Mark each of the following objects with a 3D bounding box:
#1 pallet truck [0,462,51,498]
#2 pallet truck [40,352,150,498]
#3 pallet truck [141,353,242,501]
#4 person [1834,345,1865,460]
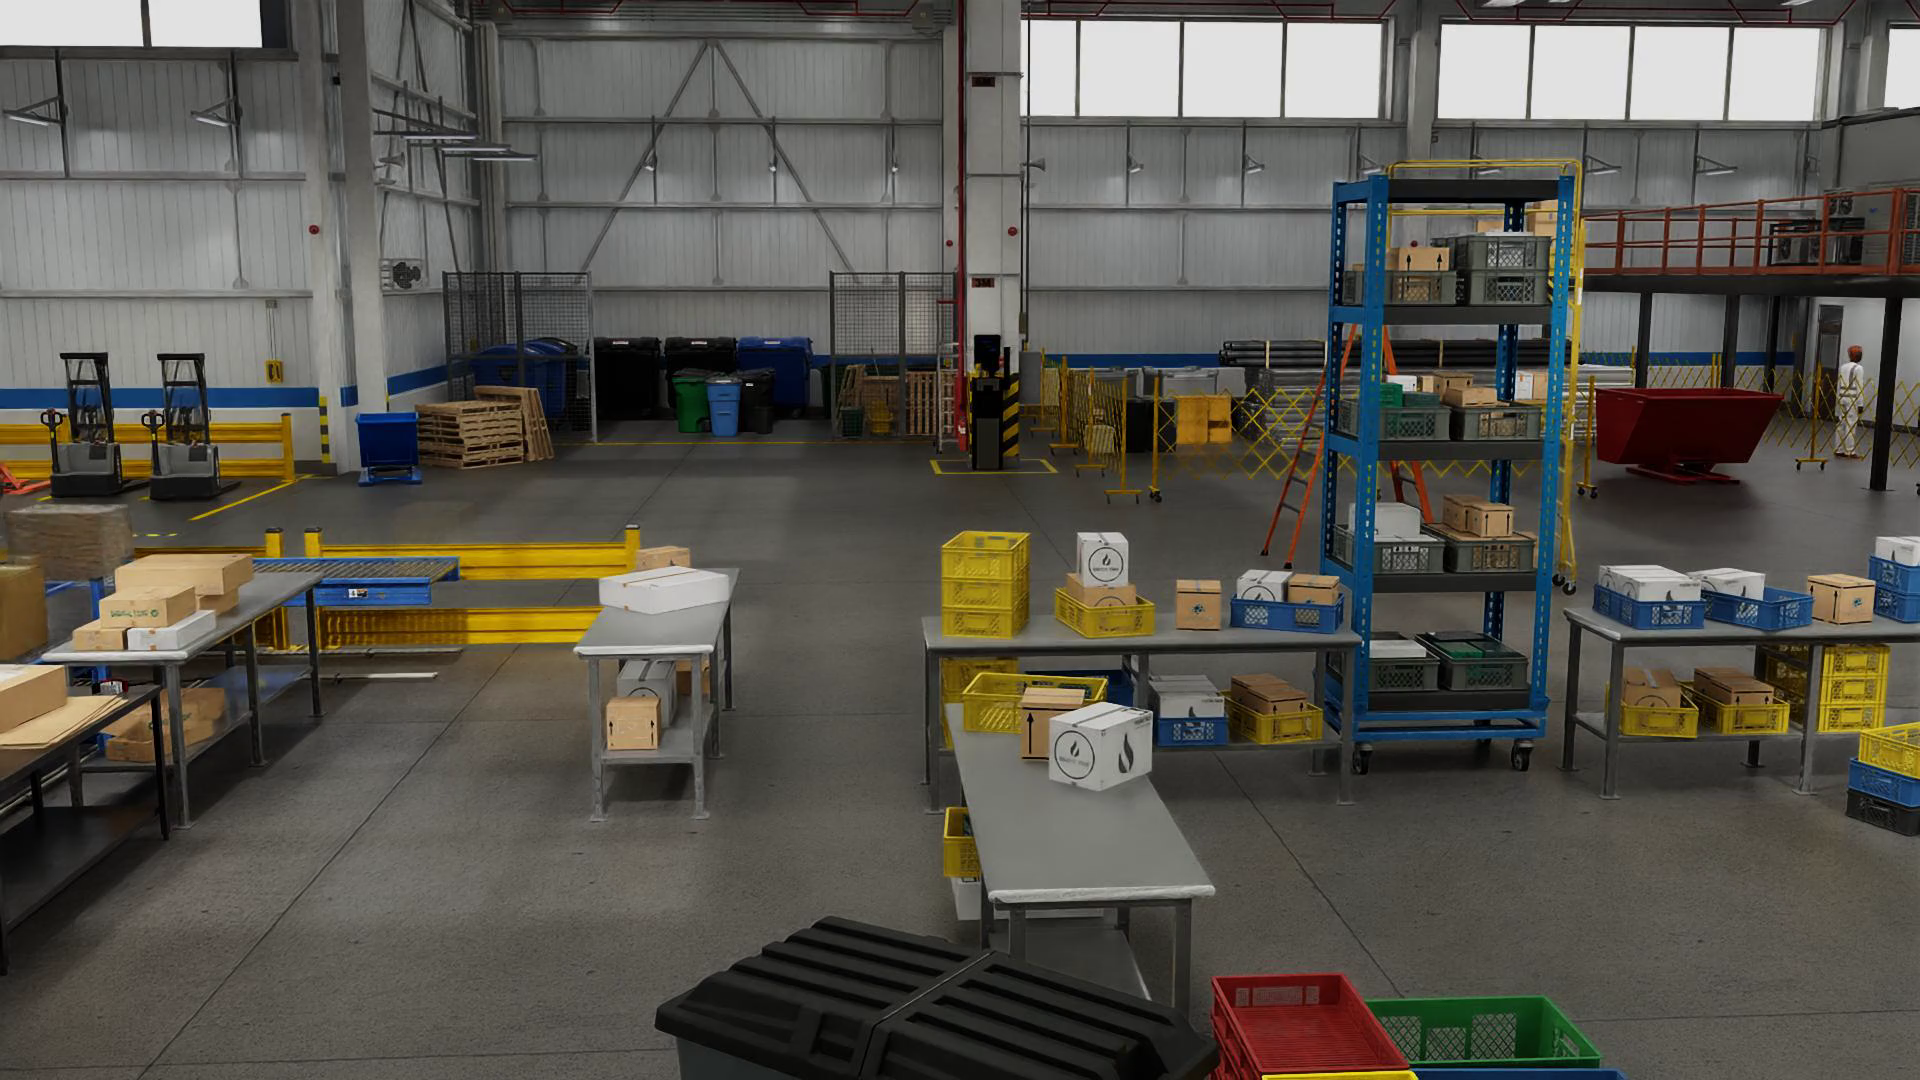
[{"bbox_3d":[-13.193,-1.293,23.148,0.653,1.274,1.630,-1,9,-4],"label":"pallet truck"},{"bbox_3d":[-11.907,-1.642,23.165,0.823,1.965,1.885,0,9,0],"label":"pallet truck"},{"bbox_3d":[-10.520,-1.604,22.925,0.823,1.965,1.885,-1,9,-6],"label":"pallet truck"},{"bbox_3d":[14.673,-2.257,27.375,0.347,1.884,0.584,-1,9,-5],"label":"person"}]
